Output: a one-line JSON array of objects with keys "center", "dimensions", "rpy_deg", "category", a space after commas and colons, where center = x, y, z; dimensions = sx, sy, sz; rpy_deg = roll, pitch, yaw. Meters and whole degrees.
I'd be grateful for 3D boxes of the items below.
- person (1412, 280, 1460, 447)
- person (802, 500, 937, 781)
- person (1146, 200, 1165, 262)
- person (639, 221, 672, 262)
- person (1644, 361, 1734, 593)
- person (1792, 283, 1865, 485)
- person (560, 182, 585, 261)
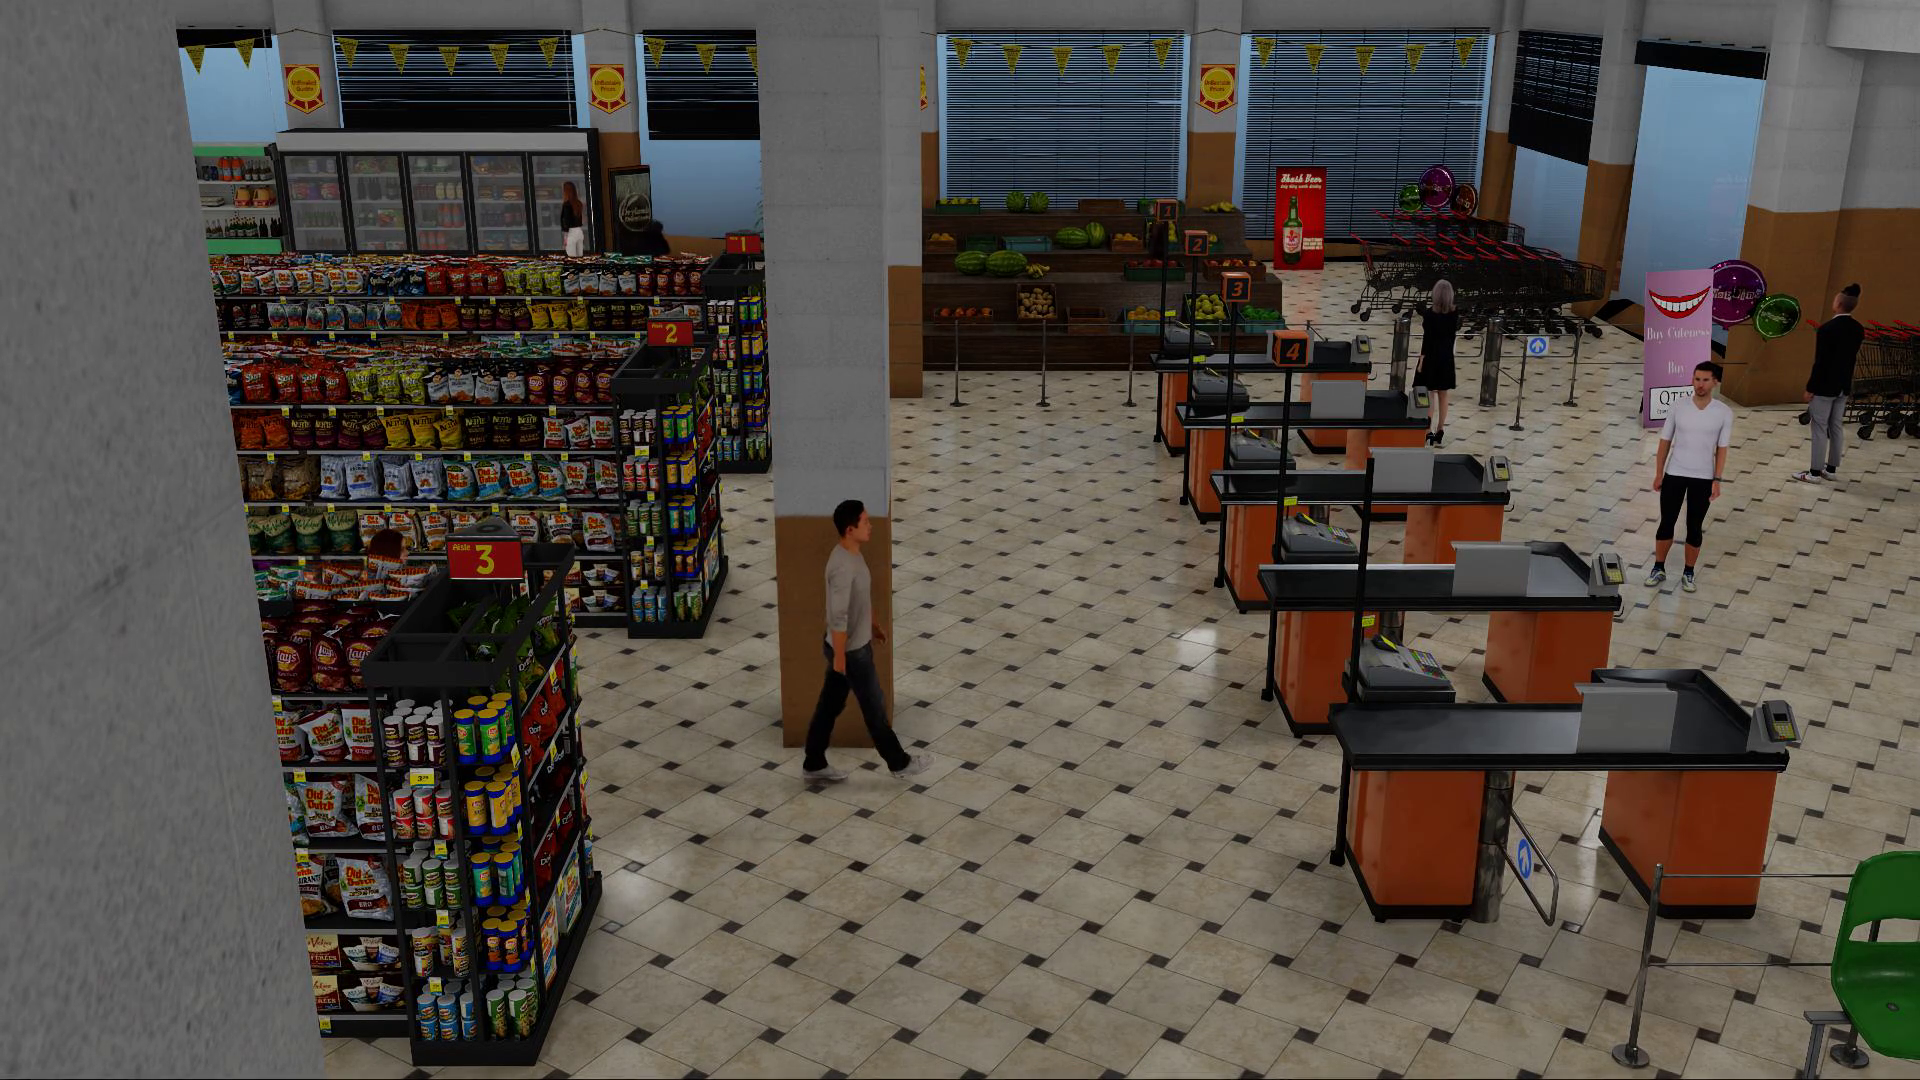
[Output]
[{"center": [5.000, -1.867, 17.447], "dimensions": [0.619, 1.747, 0.736], "rpy_deg": [-7, 20, -20], "category": "person"}, {"center": [-0.771, 0.636, 9.969], "dimensions": [1.056, 1.783, 0.698], "rpy_deg": [-2, 19, -5], "category": "person"}, {"center": [2.912, -4.020, 23.943], "dimensions": [1.033, 1.677, 0.782], "rpy_deg": [5, 19, 15], "category": "person"}, {"center": [-4.096, -3.382, 22.108], "dimensions": [1.190, 1.640, 1.012], "rpy_deg": [-11, 22, -30], "category": "person"}, {"center": [5.833, -0.524, 13.300], "dimensions": [0.673, 1.852, 0.809], "rpy_deg": [9, 21, 26], "category": "person"}, {"center": [8.444, -1.520, 16.101], "dimensions": [0.682, 1.950, 0.851], "rpy_deg": [-8, 20, -22], "category": "person"}, {"center": [-6.061, -4.769, 26.130], "dimensions": [0.642, 1.699, 0.655], "rpy_deg": [7, 20, 20], "category": "person"}]
